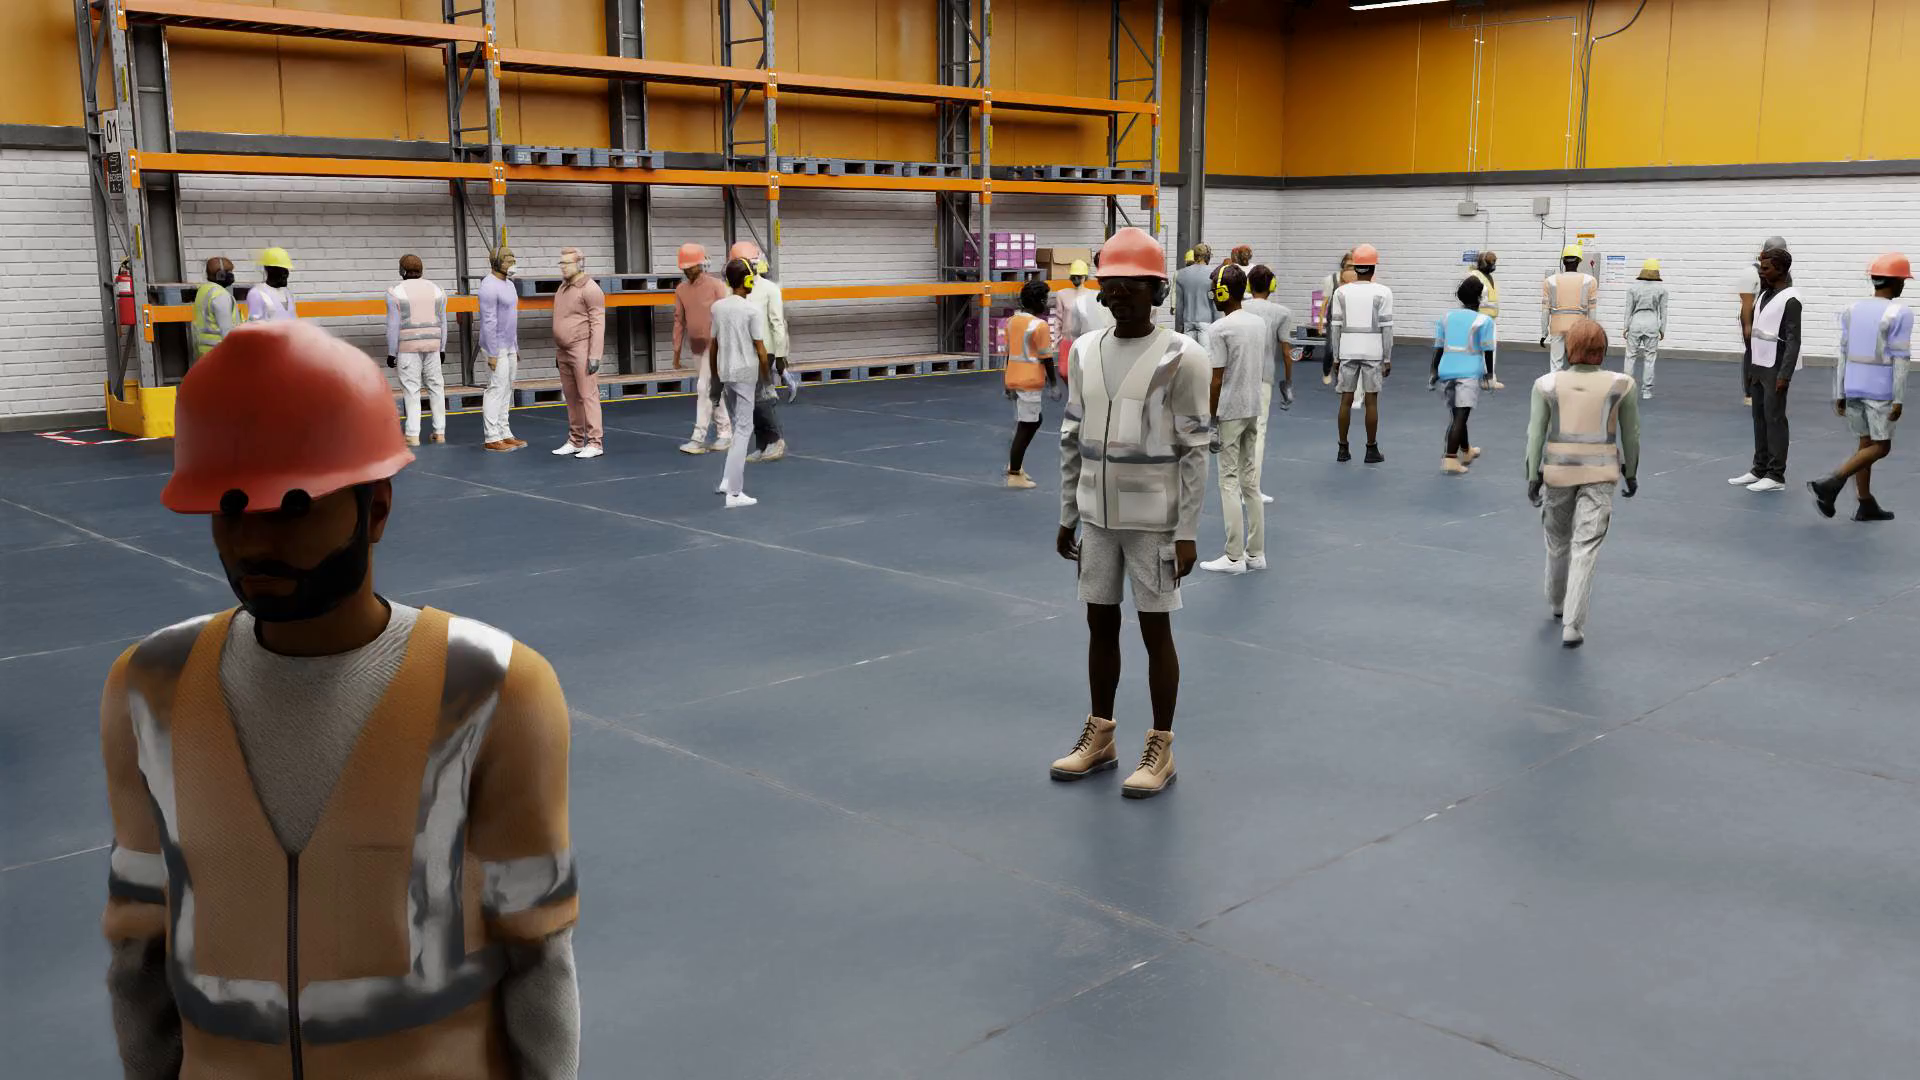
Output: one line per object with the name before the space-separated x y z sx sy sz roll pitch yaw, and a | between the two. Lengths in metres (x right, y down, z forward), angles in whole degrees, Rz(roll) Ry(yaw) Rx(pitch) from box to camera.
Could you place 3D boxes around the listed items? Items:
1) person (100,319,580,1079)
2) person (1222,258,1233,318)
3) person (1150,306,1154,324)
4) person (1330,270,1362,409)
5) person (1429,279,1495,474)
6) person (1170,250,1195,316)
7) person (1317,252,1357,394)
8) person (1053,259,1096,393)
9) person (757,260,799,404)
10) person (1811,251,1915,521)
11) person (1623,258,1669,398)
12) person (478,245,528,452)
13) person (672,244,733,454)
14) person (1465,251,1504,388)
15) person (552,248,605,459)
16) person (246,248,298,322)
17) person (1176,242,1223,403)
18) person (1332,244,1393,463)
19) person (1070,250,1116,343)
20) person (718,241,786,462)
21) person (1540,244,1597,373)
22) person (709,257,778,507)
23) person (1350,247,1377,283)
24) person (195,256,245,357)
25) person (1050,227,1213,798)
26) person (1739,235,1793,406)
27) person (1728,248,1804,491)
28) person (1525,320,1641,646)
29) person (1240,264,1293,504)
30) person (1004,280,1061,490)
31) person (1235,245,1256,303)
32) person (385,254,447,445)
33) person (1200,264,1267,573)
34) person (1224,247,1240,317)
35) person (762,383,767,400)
person | -0.718 0.713 1.961 0.545 1.942 0.362 0 10 -2
person | 4.559 -3.984 28.378 0.499 1.633 0.286 0 10 2
person | 2.697 -3.547 25.309 0.638 1.893 0.683 7 13 34
person | 4.596 -2.355 19.558 0.535 1.601 0.564 -4 11 -19
person | 4.374 -1.416 14.340 0.923 1.641 0.566 -8 13 -39
person | 3.742 -3.822 27.111 0.591 1.787 0.945 4 11 21
person | 4.882 -2.800 21.448 0.583 1.808 0.672 0 10 3
person | 1.306 -2.222 18.420 0.541 1.754 0.459 4 11 20
person | -2.286 -2.450 19.700 0.516 1.742 0.773 9 14 41
person | 6.324 -1.051 11.638 0.726 1.918 0.548 -3 11 -18
person | 8.517 -2.628 20.705 0.503 1.738 0.319 4 11 21
person | -4.314 -1.788 15.619 0.382 1.932 0.623 1 10 4
person | -2.422 -1.765 15.440 0.625 1.933 0.881 8 13 36
person | 6.876 -2.938 22.182 0.616 1.818 0.803 -10 14 -44
person | -3.511 -1.701 15.187 0.654 1.905 0.408 10 14 44
person | -6.136 -1.693 15.129 0.732 1.898 0.607 2 11 9
person | 2.870 -2.580 19.892 0.631 1.939 0.369 9 13 39
person | 3.584 -1.653 14.830 0.545 1.942 0.353 5 12 27
person | 1.164 -1.311 13.025 0.616 1.926 0.995 2 11 9
person | -1.840 -1.661 14.821 0.616 1.964 0.482 8 13 38
person | 6.813 -2.341 18.647 0.586 1.917 0.381 4 11 20
person | -1.622 -1.172 12.425 0.502 1.858 0.488 9 14 40
person | 5.437 -3.032 22.561 0.663 1.866 0.655 -10 14 -43
person | -6.949 -1.728 15.565 0.536 1.832 0.638 -8 13 -36
person | 0.602 -0.094 6.036 0.614 2.048 0.361 9 13 39
person | 9.550 -2.592 19.681 0.688 2.000 0.538 -2 11 -10
person | 6.469 -1.351 13.245 0.378 1.917 0.598 0 10 2
person | 3.156 -0.305 8.428 0.520 1.597 0.856 6 12 29
person | 2.274 -1.196 12.757 0.552 1.806 0.835 4 11 19
person | 0.546 -1.221 13.211 0.440 1.674 0.536 -5 12 -26
person | 4.422 -3.665 26.018 0.574 1.858 0.732 1 10 5
person | -5.264 -1.837 16.105 0.619 1.845 0.430 -10 14 -43
person | 1.642 -0.723 10.018 0.496 1.853 0.367 -9 14 -42
person | 4.621 -3.950 27.702 0.985 1.830 0.560 -6 12 -29
person | -2.494 -2.501 20.296 0.501 1.631 0.287 5 12 27
